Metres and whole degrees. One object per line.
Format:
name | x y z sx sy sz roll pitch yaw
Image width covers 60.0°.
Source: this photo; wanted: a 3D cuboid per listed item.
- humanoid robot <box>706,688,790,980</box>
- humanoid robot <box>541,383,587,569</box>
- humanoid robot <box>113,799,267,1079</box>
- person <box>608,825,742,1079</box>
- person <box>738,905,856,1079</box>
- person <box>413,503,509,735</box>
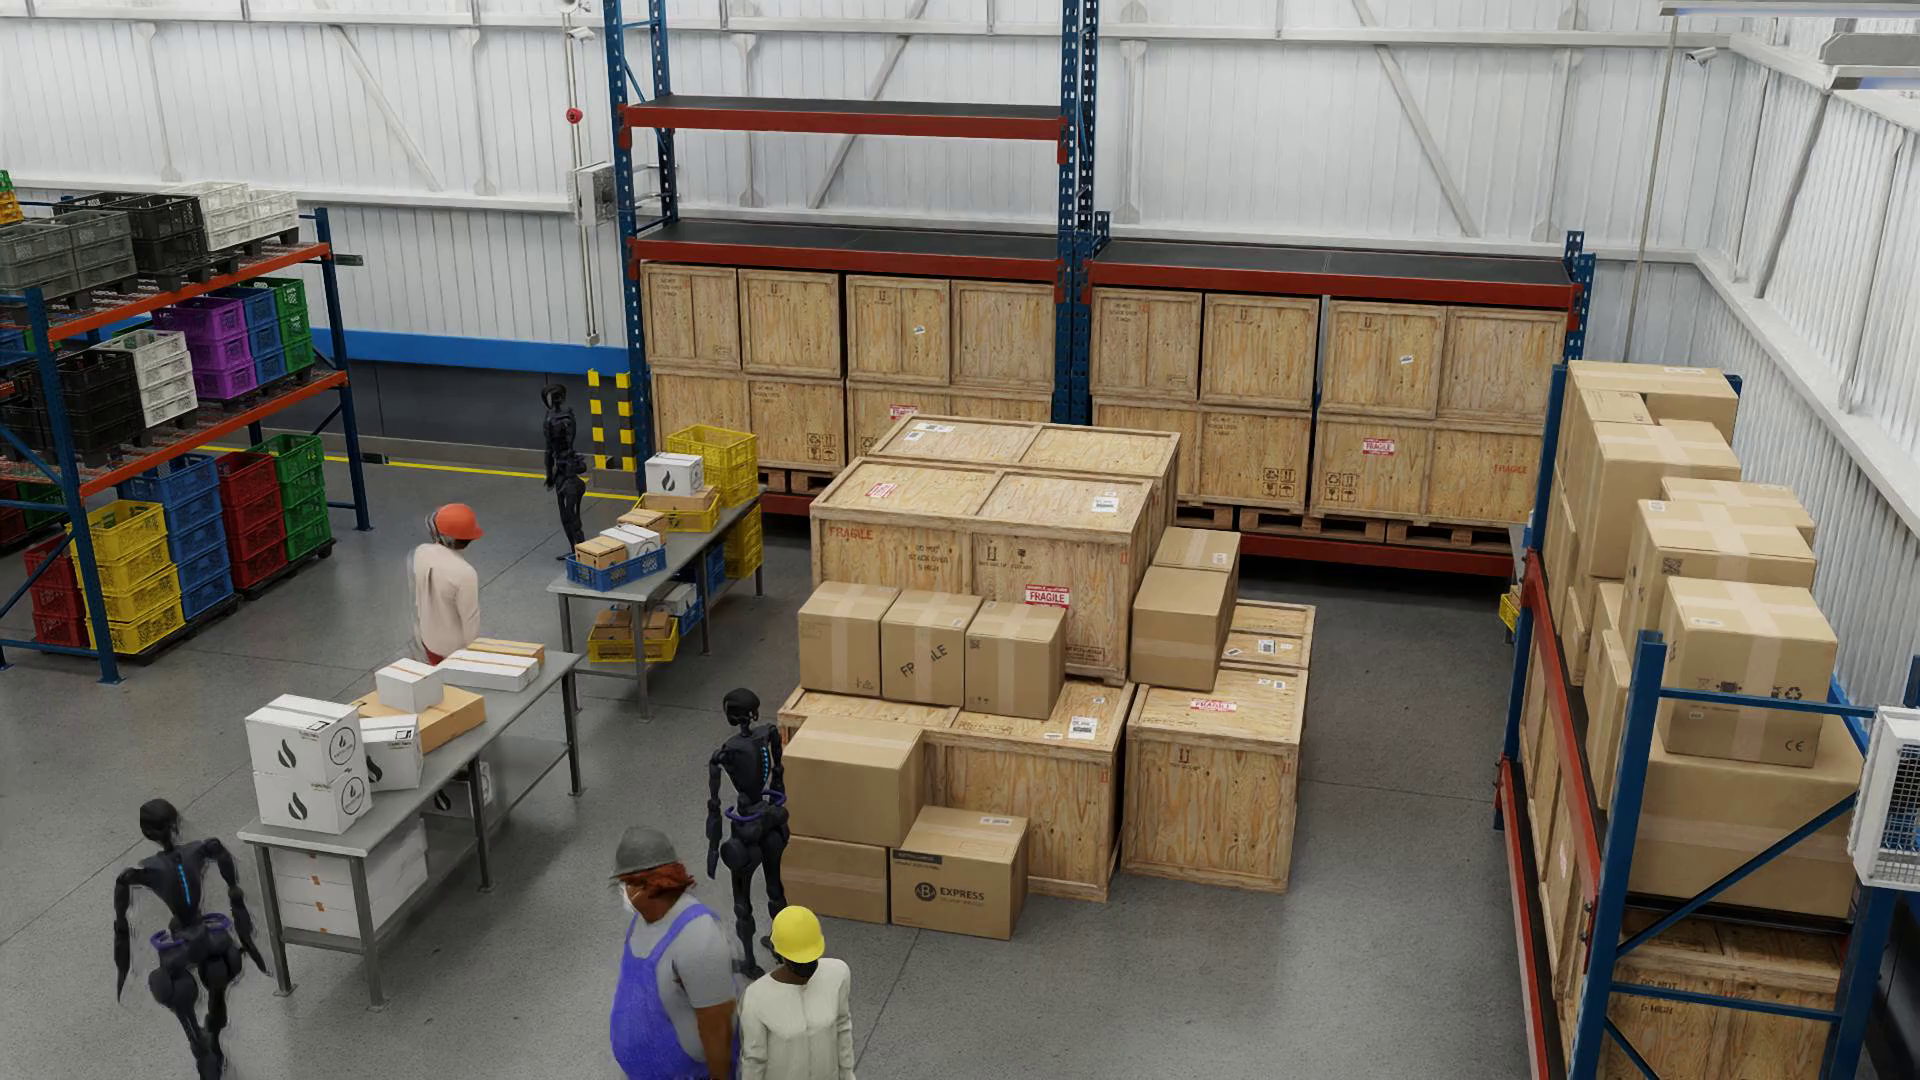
humanoid robot | -1.124 1.561 8.983 0.308 1.651 0.579 16 26 35
humanoid robot | -3.462 -0.569 14.559 0.327 1.647 0.598 -14 25 -33
humanoid robot | -3.705 1.980 7.949 0.772 1.627 0.608 19 28 40
person | -1.186 2.138 6.972 0.534 2.000 0.782 -13 25 -31
person | -0.661 2.294 6.945 0.524 1.769 0.313 -13 25 -31
person | -3.389 0.670 10.953 0.649 1.930 0.866 14 25 32
